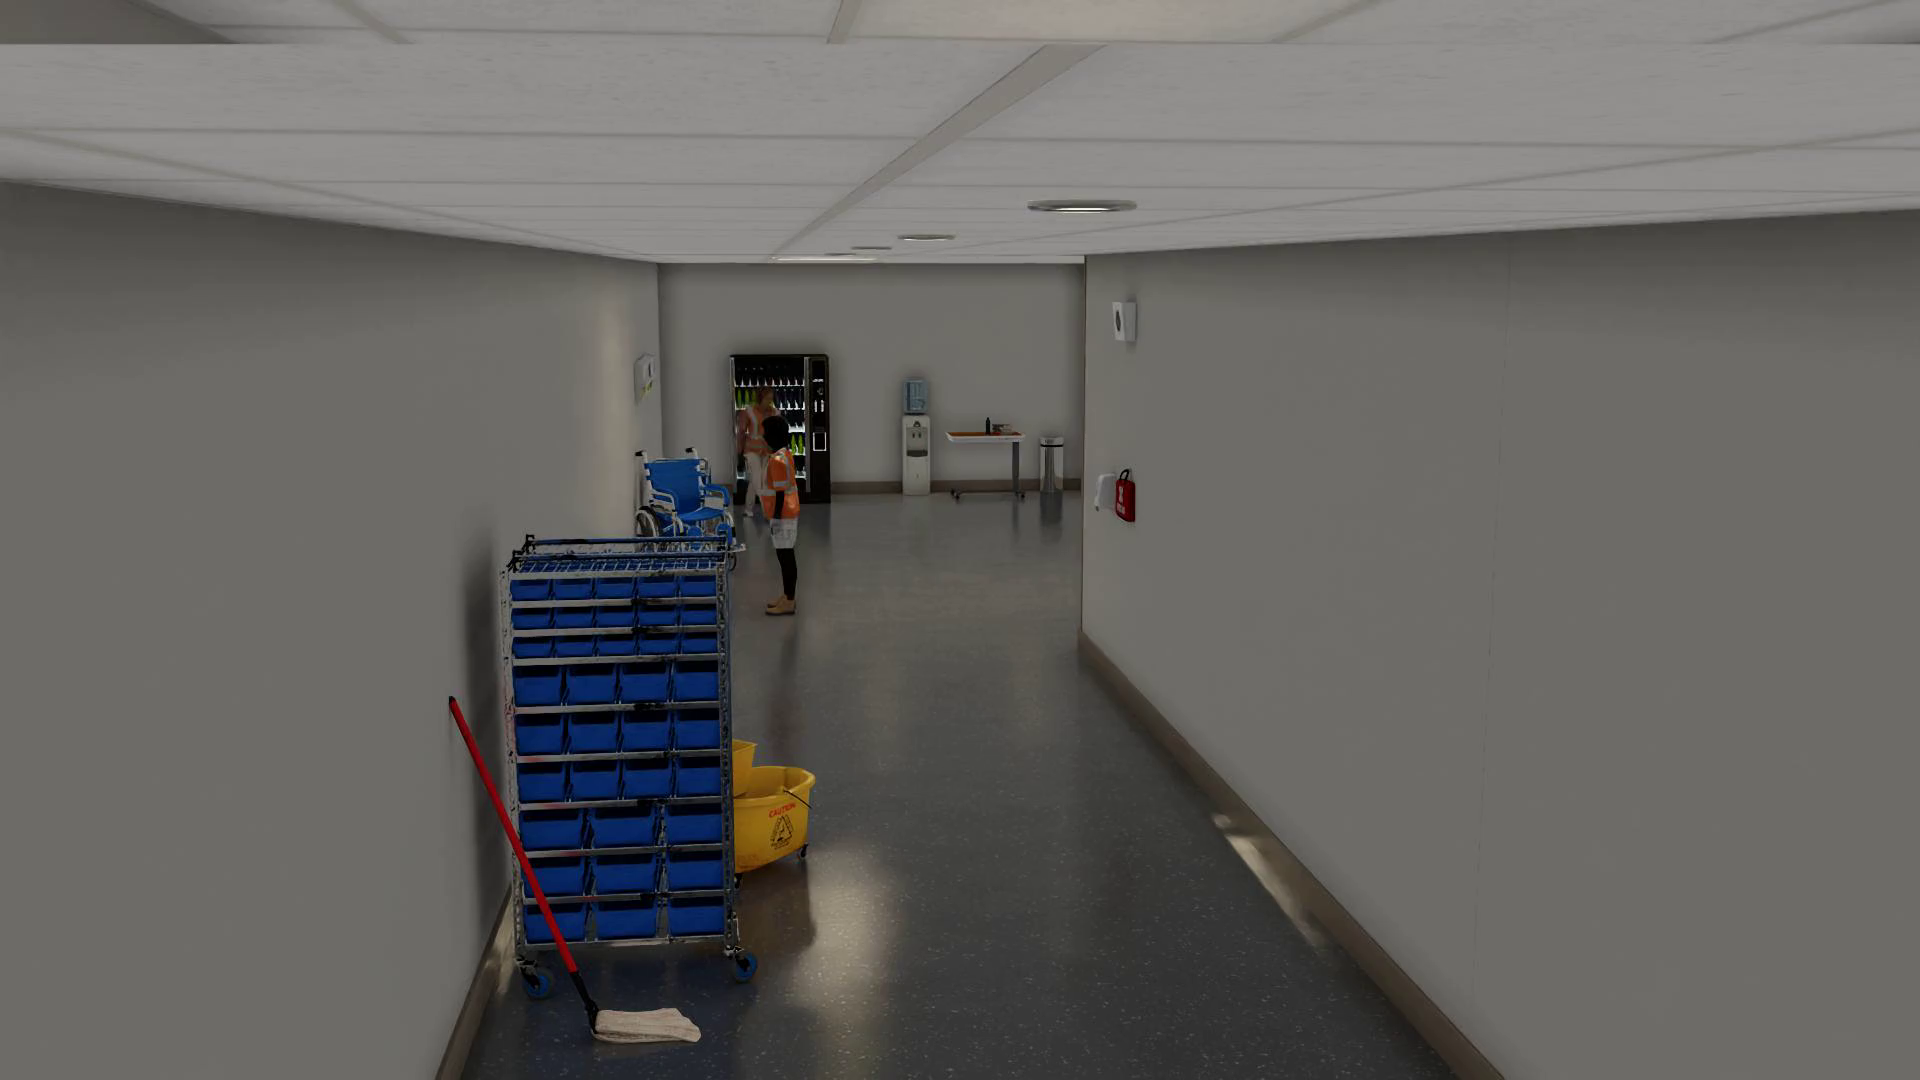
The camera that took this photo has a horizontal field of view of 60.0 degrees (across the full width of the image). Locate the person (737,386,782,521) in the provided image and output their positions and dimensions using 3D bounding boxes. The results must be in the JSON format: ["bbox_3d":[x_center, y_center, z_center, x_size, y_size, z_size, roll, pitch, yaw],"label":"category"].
[{"bbox_3d":[-2.327,-1.011,19.451,0.511,1.569,0.873,-7,11,-36],"label":"person"}]

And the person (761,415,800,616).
[{"bbox_3d":[-1.520,-0.210,14.094,0.322,1.698,0.533,0,9,1],"label":"person"}]
